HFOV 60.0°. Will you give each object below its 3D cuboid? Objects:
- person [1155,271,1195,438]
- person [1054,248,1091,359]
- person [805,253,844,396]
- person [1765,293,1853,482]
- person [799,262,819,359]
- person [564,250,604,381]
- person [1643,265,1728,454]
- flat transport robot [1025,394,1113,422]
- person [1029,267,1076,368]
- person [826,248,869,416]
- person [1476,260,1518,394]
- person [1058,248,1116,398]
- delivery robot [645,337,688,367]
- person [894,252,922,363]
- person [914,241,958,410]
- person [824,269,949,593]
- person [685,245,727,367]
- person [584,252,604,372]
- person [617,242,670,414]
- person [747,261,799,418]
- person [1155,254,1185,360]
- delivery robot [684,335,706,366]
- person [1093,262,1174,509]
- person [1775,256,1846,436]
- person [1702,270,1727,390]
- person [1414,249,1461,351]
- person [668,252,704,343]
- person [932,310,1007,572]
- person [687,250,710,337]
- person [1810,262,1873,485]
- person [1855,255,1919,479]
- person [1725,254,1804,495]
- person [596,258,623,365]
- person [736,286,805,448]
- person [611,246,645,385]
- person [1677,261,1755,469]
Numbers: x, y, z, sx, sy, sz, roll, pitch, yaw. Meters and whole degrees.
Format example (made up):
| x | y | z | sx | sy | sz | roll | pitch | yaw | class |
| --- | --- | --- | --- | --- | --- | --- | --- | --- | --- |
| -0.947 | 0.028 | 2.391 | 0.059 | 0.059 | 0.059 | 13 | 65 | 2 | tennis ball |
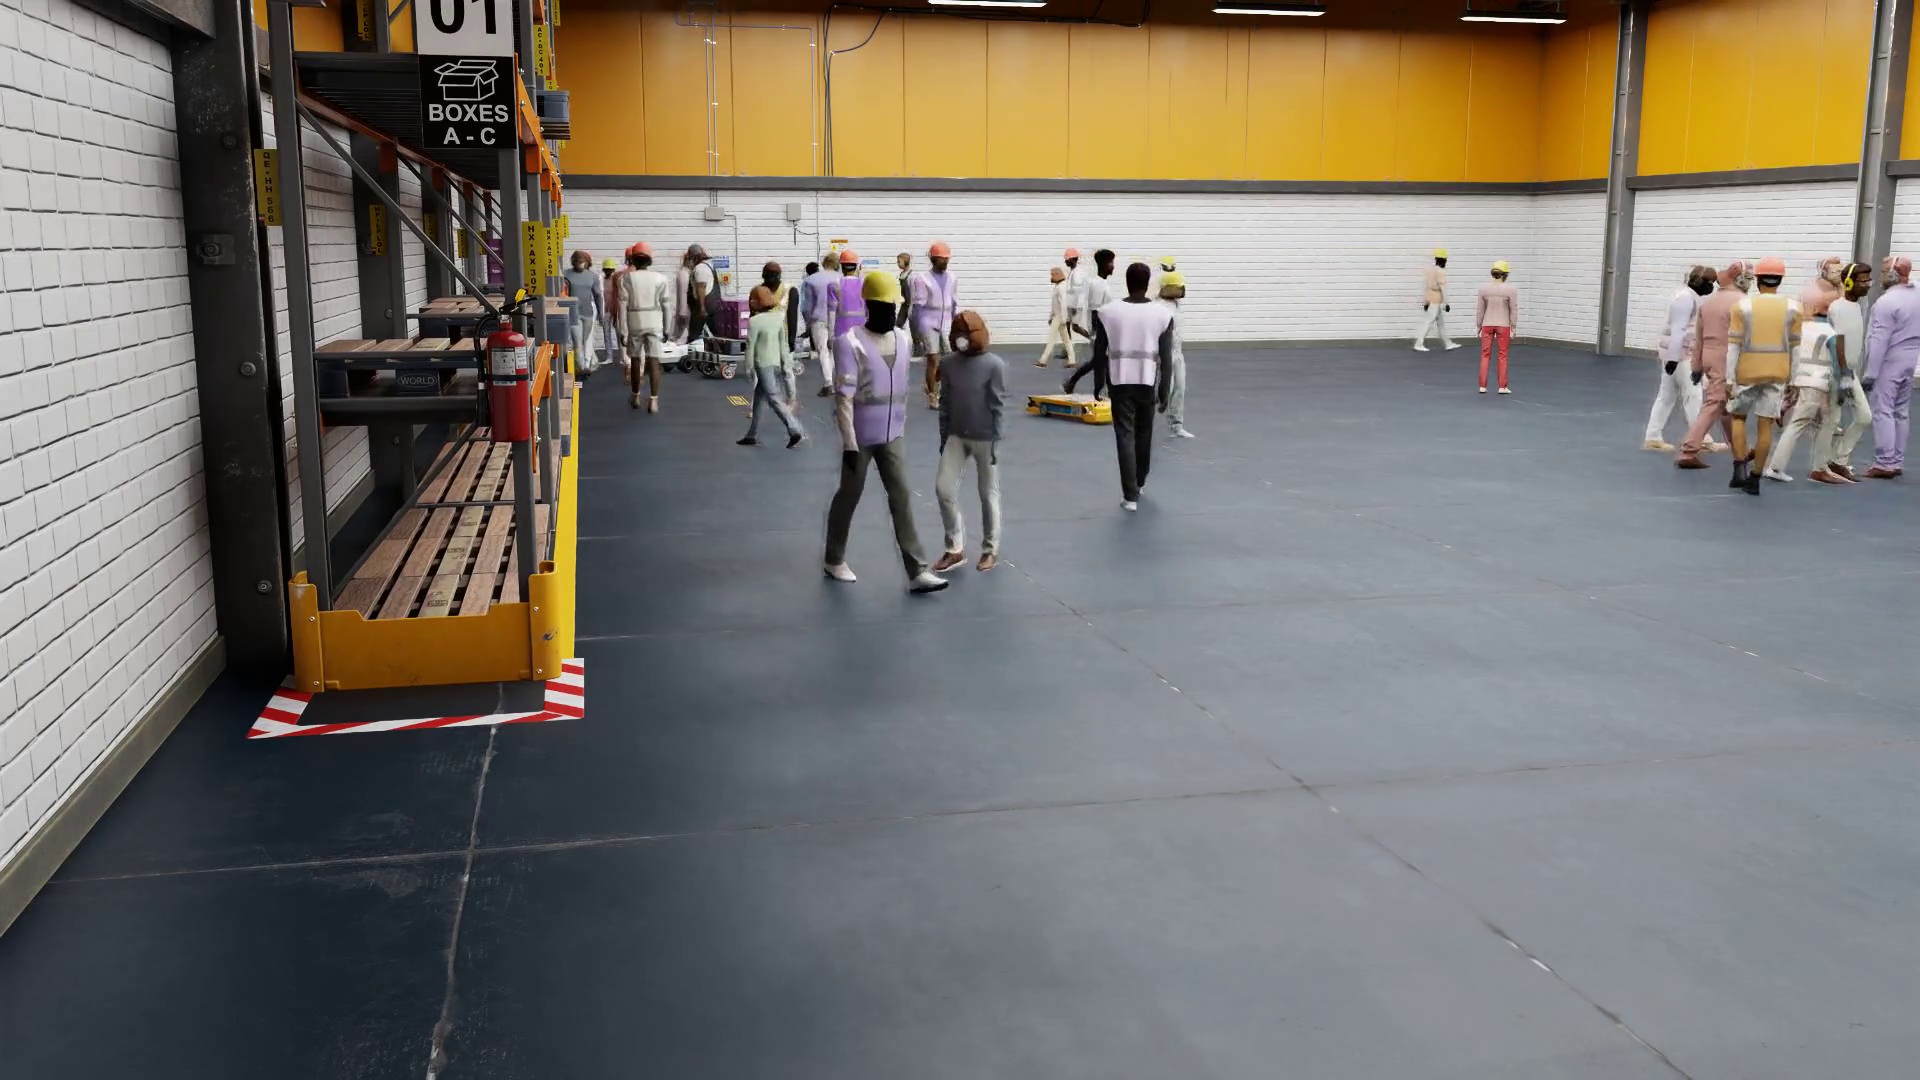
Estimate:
| x | y | z | sx | sy | sz | roll | pitch | yaw | class |
| --- | --- | --- | --- | --- | --- | --- | --- | --- | --- |
| 2.116 | -1.911 | 17.156 | 0.602 | 1.724 | 0.496 | 8 | 13 | 36 | person |
| 2.024 | -4.041 | 28.452 | 0.749 | 1.912 | 0.541 | -2 | 11 | -13 | person |
| -1.721 | -2.833 | 21.920 | 0.629 | 1.867 | 1.004 | -3 | 11 | -18 | person |
| 7.202 | -1.275 | 14.005 | 0.854 | 1.584 | 0.522 | -1 | 10 | -6 | person |
| -2.613 | -3.897 | 28.296 | 0.627 | 1.672 | 0.538 | -4 | 11 | -22 | person |
| -5.553 | -3.287 | 24.368 | 0.633 | 1.886 | 1.026 | -6 | 12 | -31 | person |
| 7.021 | -1.714 | 15.910 | 0.865 | 1.791 | 0.679 | 4 | 11 | 23 | person |
| 1.402 | -1.527 | 19.070 | 0.652 | 0.197 | 1.431 | -6 | 12 | -30 | flat transport robot |
| 1.474 | -3.499 | 26.322 | 0.814 | 1.595 | 0.521 | 0 | 10 | 0 | person |
| -1.284 | -2.398 | 19.277 | 0.553 | 1.935 | 0.362 | -3 | 11 | -18 | person |
| 7.130 | -2.819 | 22.092 | 0.531 | 1.765 | 0.327 | 7 | 12 | 33 | person |
| 1.651 | -2.587 | 20.312 | 0.871 | 1.942 | 0.598 | 1 | 10 | 7 | person |
| -4.490 | -2.853 | 25.373 | 0.477 | 0.478 | 0.707 | 7 | 12 | 34 | delivery robot |
| -0.886 | -3.853 | 27.639 | 0.590 | 1.822 | 0.519 | -7 | 12 | -32 | person |
| -0.291 | -2.574 | 19.990 | 0.615 | 2.027 | 0.515 | -6 | 12 | -30 | person |
| -0.487 | -0.630 | 9.678 | 0.603 | 1.868 | 1.030 | -9 | 14 | -41 | person |
| -4.143 | -3.764 | 26.561 | 1.019 | 2.000 | 0.759 | 3 | 11 | 18 | person |
| -5.754 | -3.484 | 25.557 | 0.593 | 1.854 | 0.861 | 3 | 11 | 16 | person |
| -3.779 | -2.529 | 19.834 | 0.624 | 1.993 | 1.032 | -3 | 11 | -17 | person |
| -2.153 | -2.332 | 19.288 | 0.627 | 1.807 | 0.899 | 2 | 10 | 12 | person |
| 3.391 | -3.891 | 27.914 | 0.770 | 1.806 | 0.591 | 0 | 10 | -2 | person |
| -4.020 | -2.952 | 25.923 | 0.477 | 0.478 | 0.707 | 6 | 12 | 30 | delivery robot |
| 1.336 | -1.212 | 12.940 | 0.596 | 1.858 | 1.031 | 0 | 10 | -1 | person |
| 8.999 | -2.044 | 17.492 | 0.652 | 1.876 | 0.796 | -9 | 13 | -40 | person |
| 10.334 | -2.844 | 22.607 | 0.509 | 1.629 | 0.314 | 1 | 10 | 4 | person |
| 8.801 | -4.402 | 30.568 | 0.968 | 1.871 | 0.603 | -1 | 10 | -3 | person |
| -4.494 | -3.713 | 26.834 | 0.980 | 1.861 | 0.649 | -3 | 11 | -16 | person |
| 0.052 | -0.593 | 10.162 | 0.527 | 1.607 | 0.589 | 6 | 12 | 31 | person |
| -4.344 | -3.912 | 27.651 | 0.676 | 1.958 | 0.706 | -1 | 10 | -8 | person |
| 7.372 | -1.369 | 13.818 | 0.518 | 1.848 | 0.506 | -8 | 13 | -36 | person |
| 7.997 | -1.484 | 14.317 | 0.655 | 1.911 | 0.402 | -6 | 12 | -31 | person |
| 6.438 | -1.322 | 13.364 | 0.557 | 1.917 | 0.476 | 3 | 11 | 17 | person |
| -5.704 | -3.728 | 27.189 | 0.546 | 1.739 | 0.467 | -1 | 10 | -3 | person |
| -1.864 | -1.692 | 16.335 | 0.837 | 1.596 | 0.505 | 5 | 12 | 27 | person |
| -4.633 | -3.173 | 23.532 | 0.615 | 1.954 | 0.900 | -1 | 10 | -7 | person |
| 6.885 | -1.548 | 14.855 | 1.002 | 1.851 | 0.651 | -1 | 10 | -6 | person |
